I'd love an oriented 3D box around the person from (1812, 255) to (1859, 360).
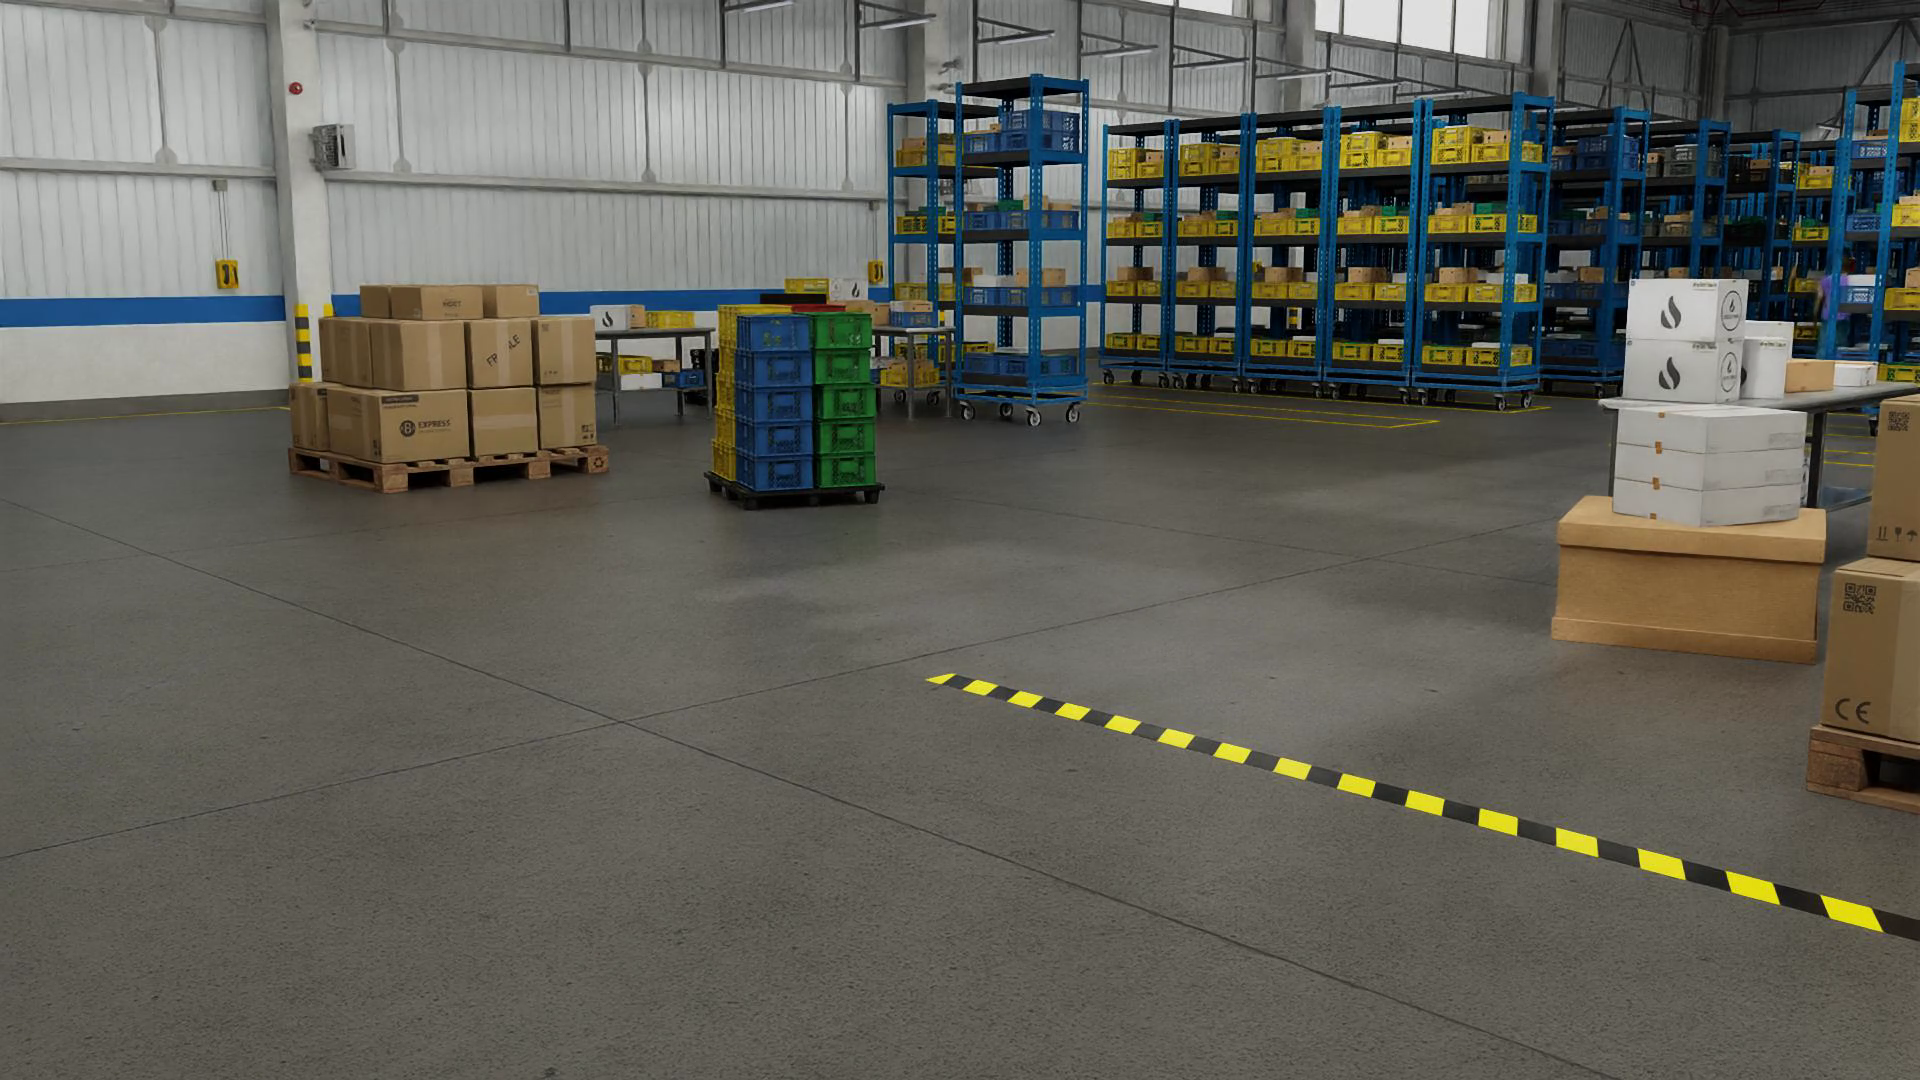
[{"bbox_3d":[11.946,-2.963,22.649,0.608,1.813,0.686,6,11,33],"label":"person"}]
